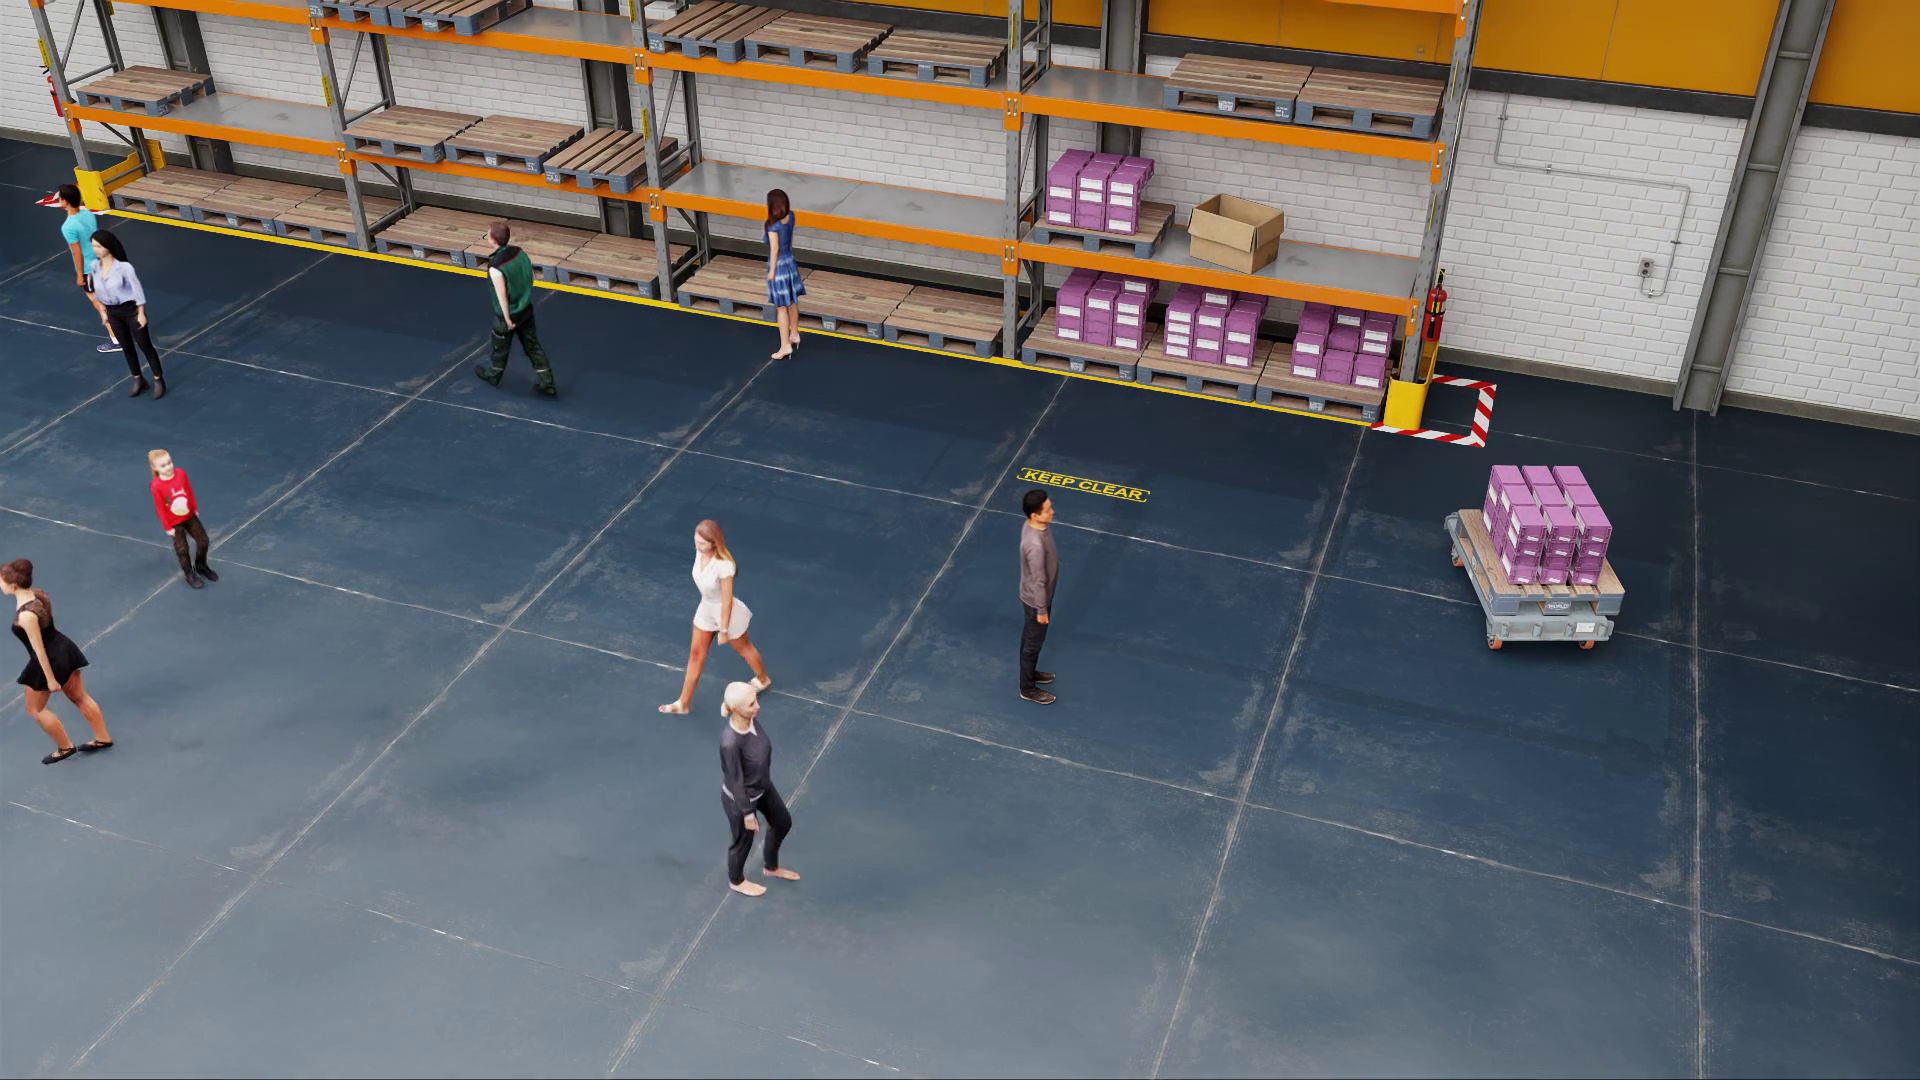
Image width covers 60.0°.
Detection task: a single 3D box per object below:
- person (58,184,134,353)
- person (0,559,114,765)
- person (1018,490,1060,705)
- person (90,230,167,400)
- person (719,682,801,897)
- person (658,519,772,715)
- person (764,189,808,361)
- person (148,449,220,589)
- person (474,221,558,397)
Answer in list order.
[{"bbox_3d":[-8.873,-2.787,17.029,0.592,1.773,0.666,3,34,5],"label":"person"},{"bbox_3d":[-6.283,0.843,11.666,0.841,1.663,0.770,-7,34,-11],"label":"person"},{"bbox_3d":[0.557,0.395,12.246,0.634,1.769,0.696,4,34,6],"label":"person"},{"bbox_3d":[-8.098,-2.189,16.156,0.540,1.743,0.747,6,34,9],"label":"person"},{"bbox_3d":[-1.420,1.567,10.534,0.691,1.712,0.668,8,34,11],"label":"person"},{"bbox_3d":[-1.663,0.539,12.143,1.019,1.642,1.140,-24,41,-32],"label":"person"},{"bbox_3d":[-1.808,-2.704,16.874,0.554,1.806,0.663,10,35,15],"label":"person"},{"bbox_3d":[-6.406,-0.194,13.579,0.562,1.273,0.546,19,38,26],"label":"person"},{"bbox_3d":[-4.261,-2.197,16.129,1.164,1.787,0.757,17,37,23],"label":"person"}]
